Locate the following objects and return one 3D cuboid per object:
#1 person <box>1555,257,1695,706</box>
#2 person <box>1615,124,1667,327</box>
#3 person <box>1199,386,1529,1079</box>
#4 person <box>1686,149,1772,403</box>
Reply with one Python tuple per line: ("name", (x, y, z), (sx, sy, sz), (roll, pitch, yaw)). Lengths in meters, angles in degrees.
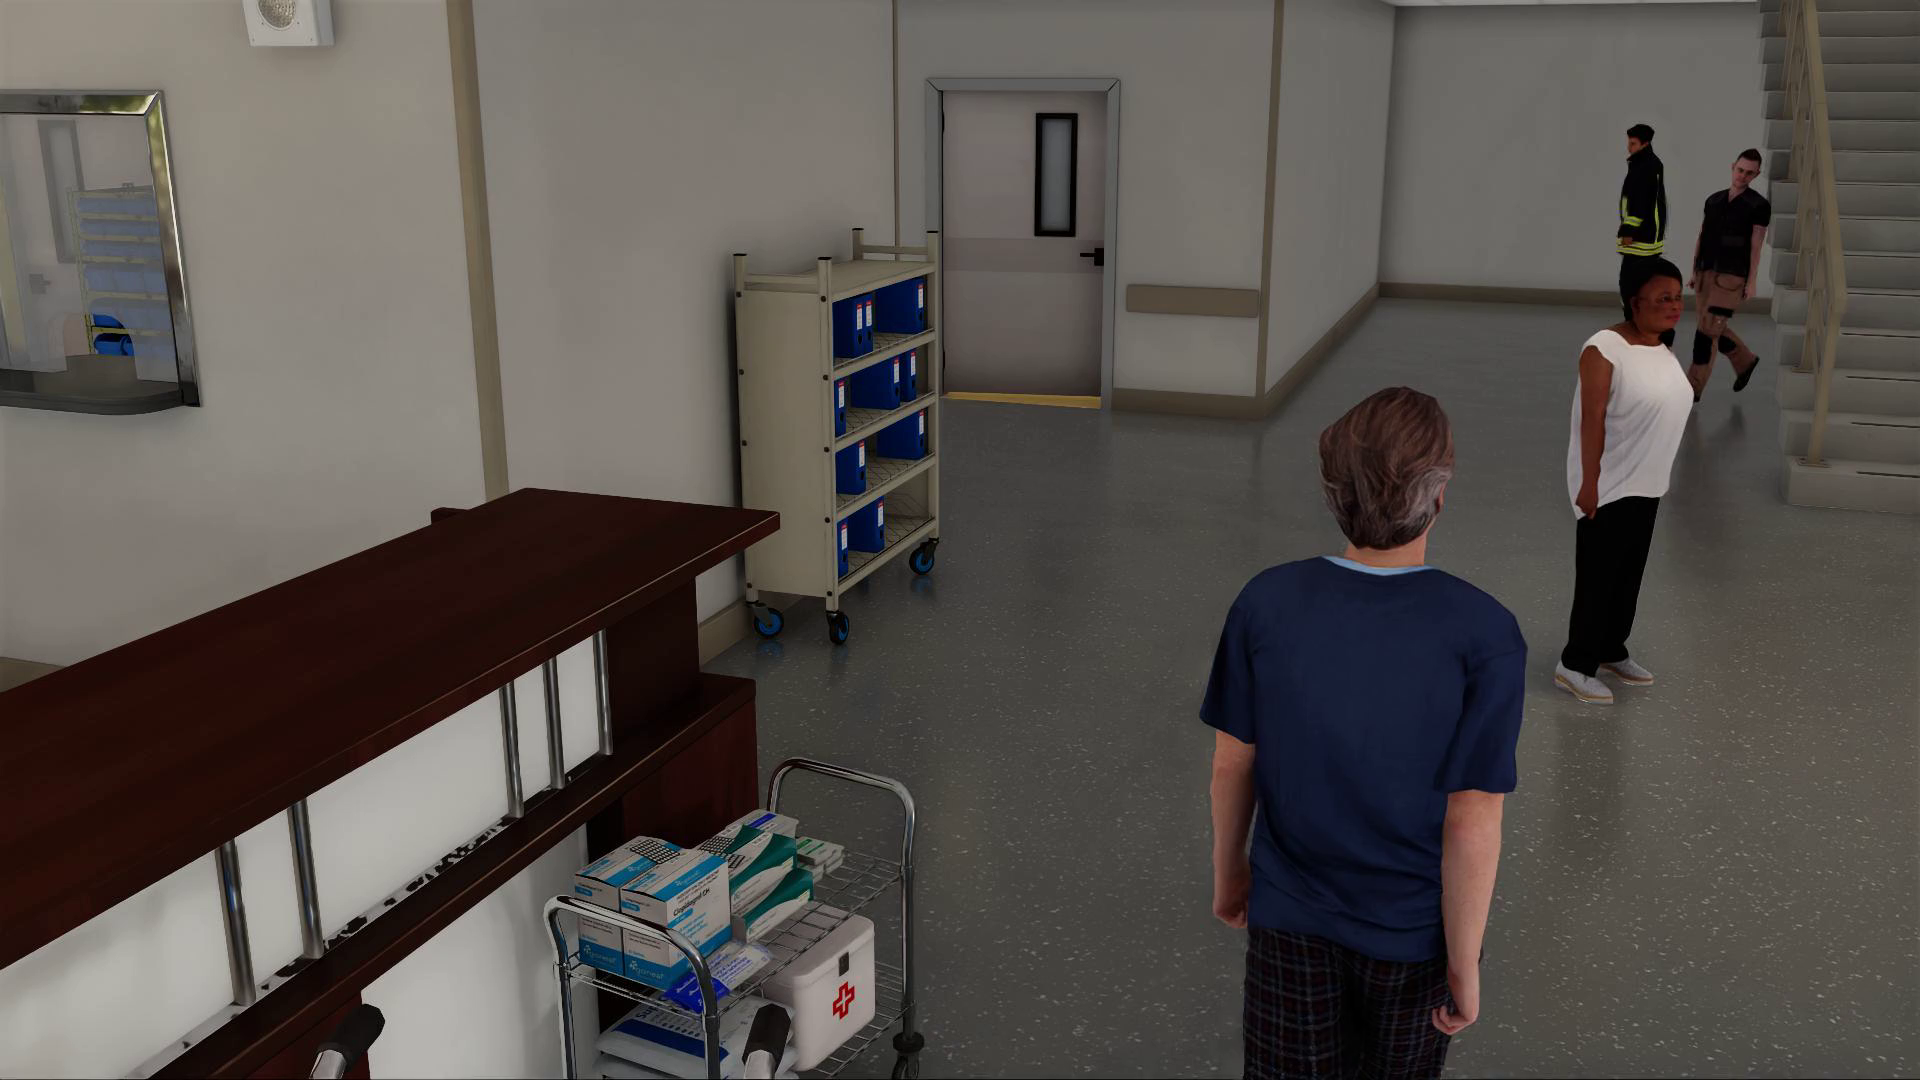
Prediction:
("person", (2.557, -0.239, 6.370), (0.726, 1.687, 0.821), (-12, 20, -37))
("person", (6.322, -2.874, 15.336), (0.688, 1.893, 0.957), (-14, 21, -41))
("person", (0.626, 0.711, 2.758), (0.690, 1.820, 1.188), (7, 17, 22))
("person", (5.557, -1.861, 11.924), (1.223, 1.795, 1.176), (-6, 17, -20))
